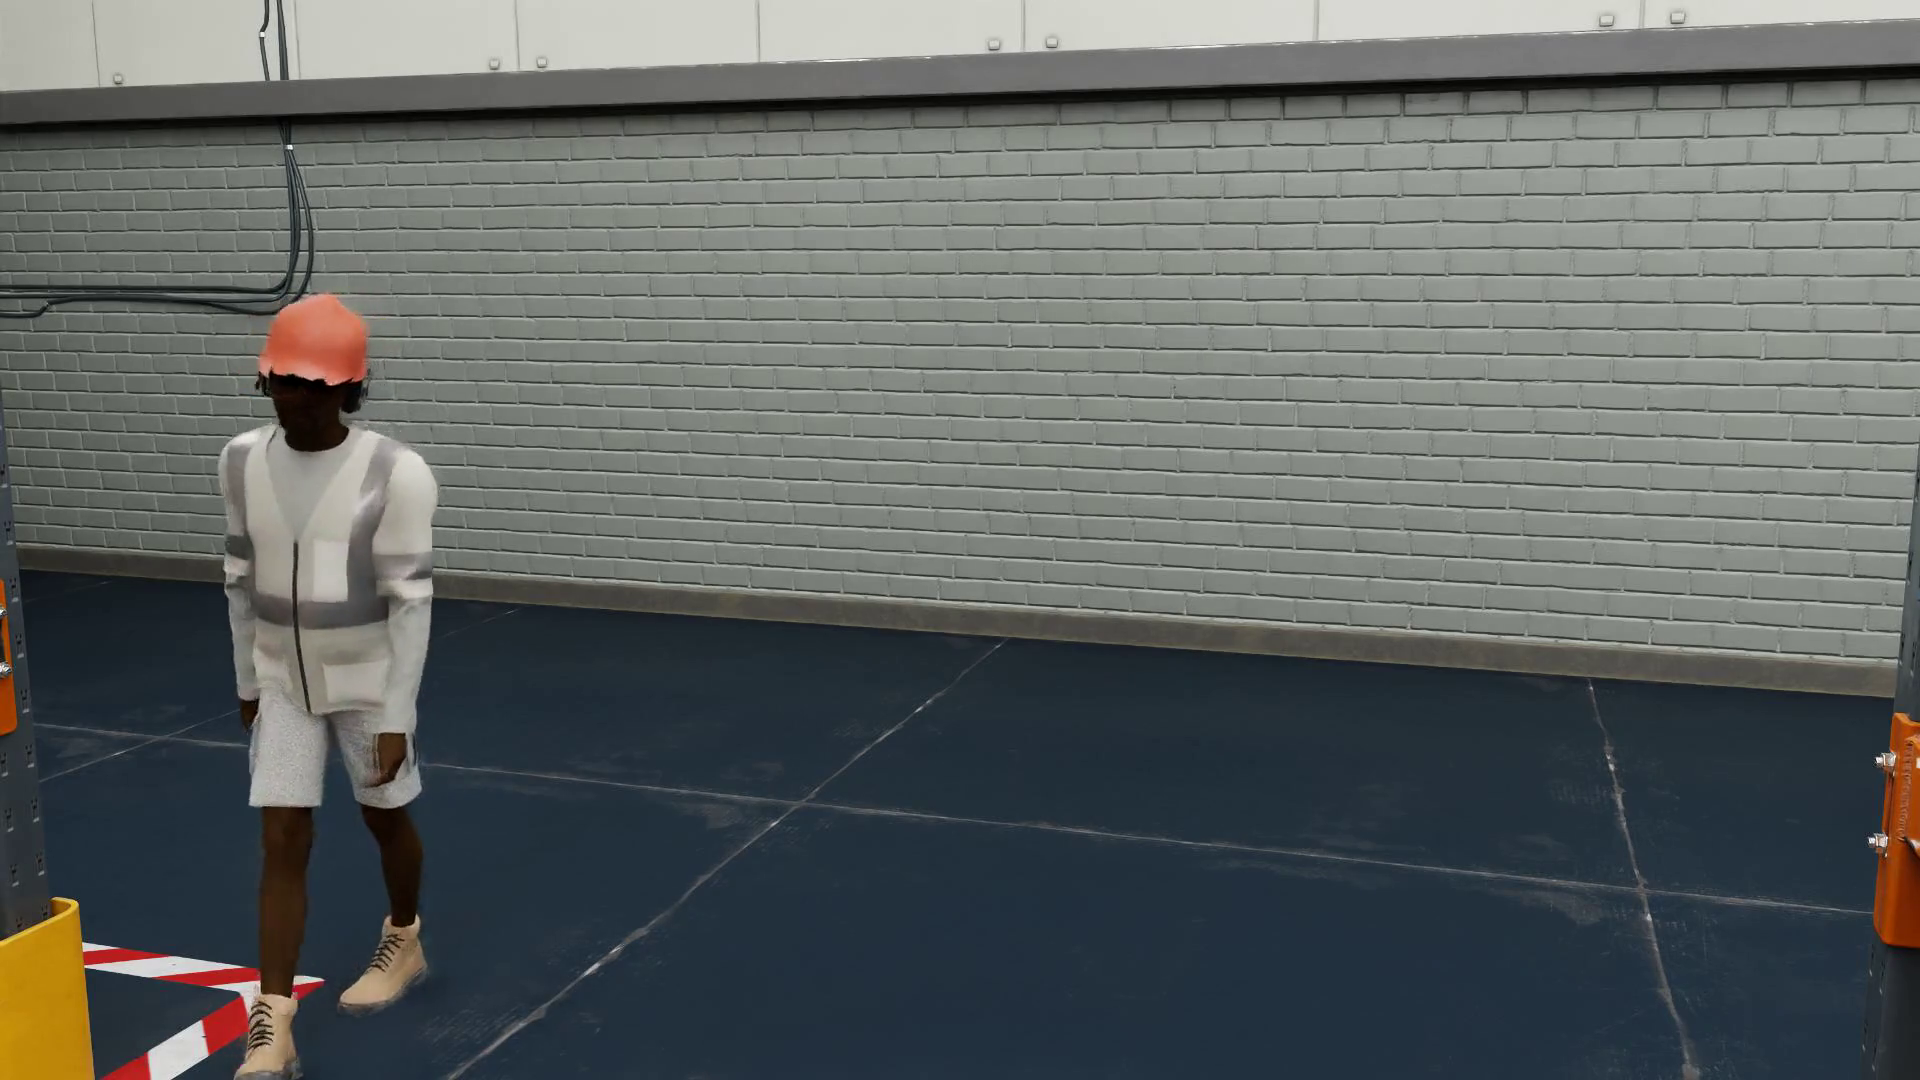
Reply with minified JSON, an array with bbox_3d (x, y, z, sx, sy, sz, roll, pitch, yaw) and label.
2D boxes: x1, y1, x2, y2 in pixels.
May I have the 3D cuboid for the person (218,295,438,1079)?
[{"bbox_3d":[-1.626,0.376,4.256,0.633,1.983,0.970,1,10,7],"label":"person"}]
